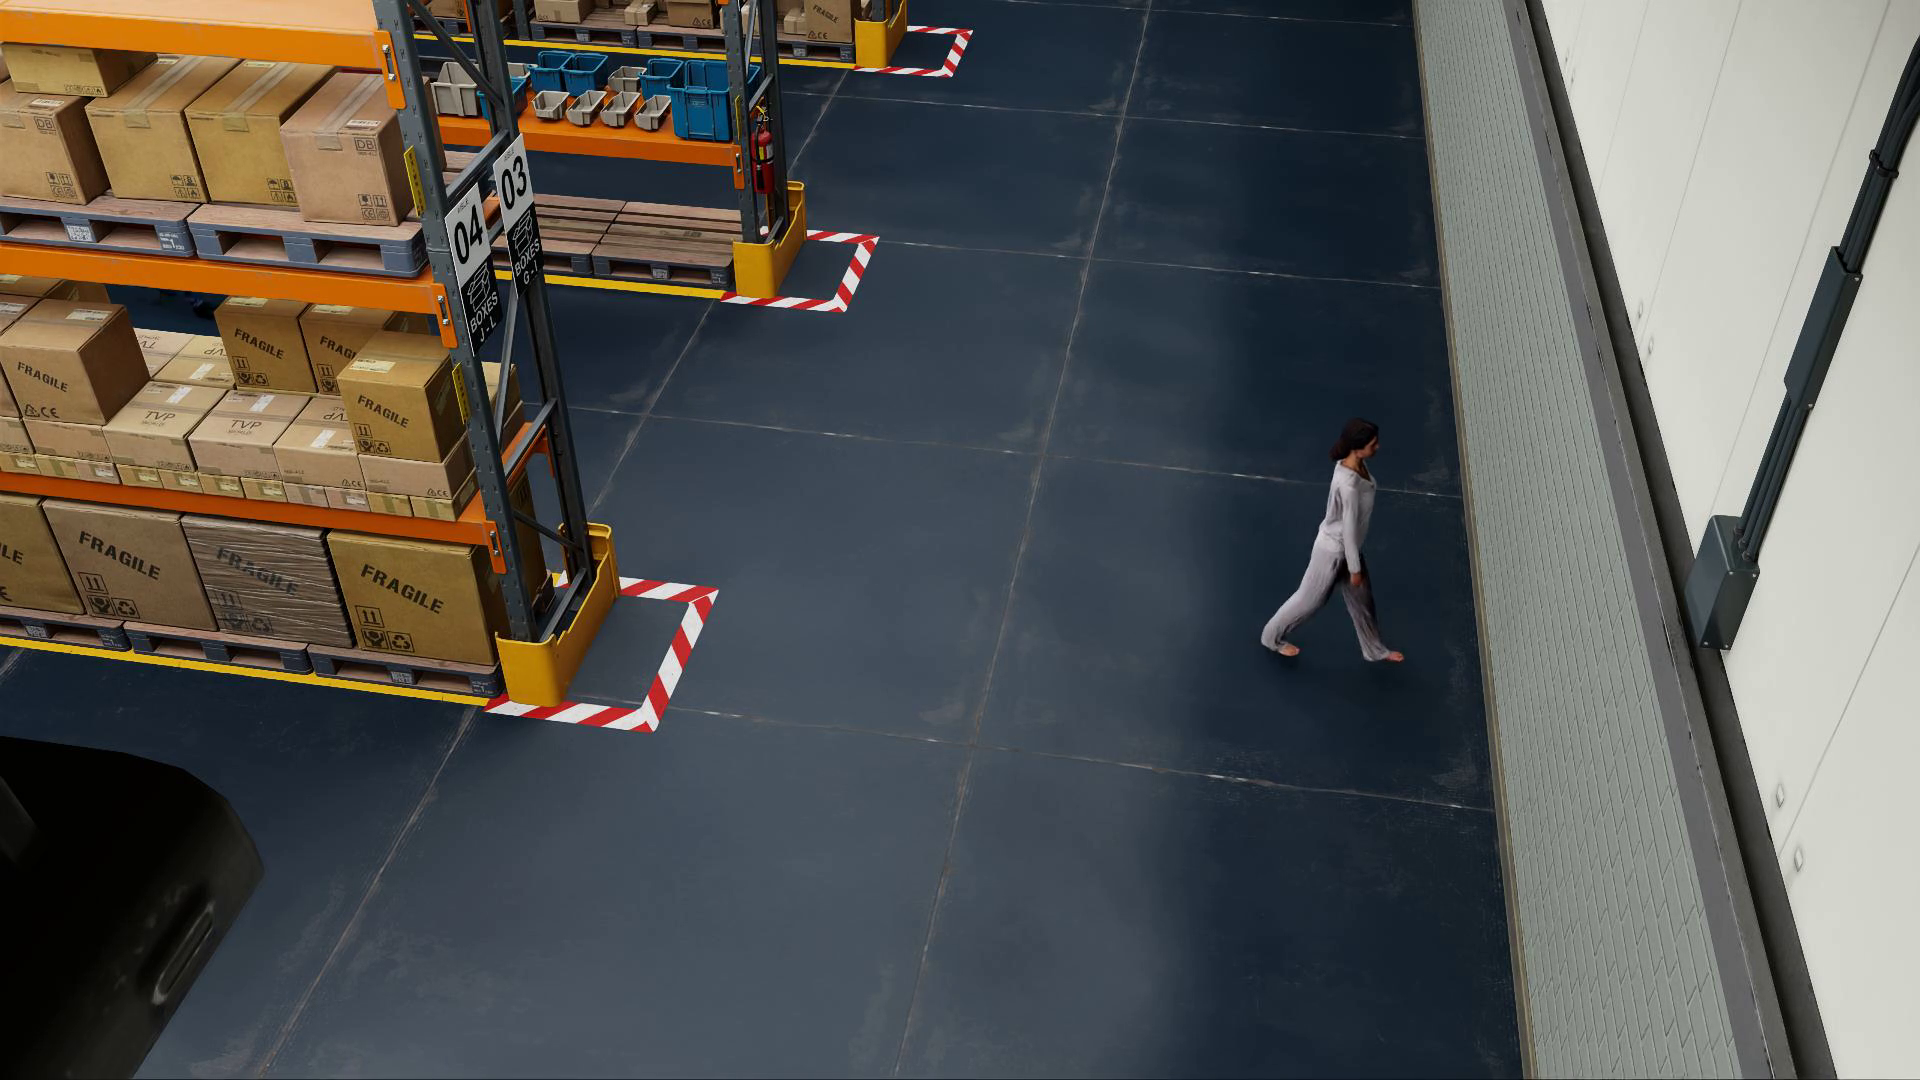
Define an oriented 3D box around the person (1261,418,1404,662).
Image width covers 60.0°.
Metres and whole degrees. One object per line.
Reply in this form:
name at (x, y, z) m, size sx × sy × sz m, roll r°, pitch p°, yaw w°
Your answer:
person at (2.144, 0.054, 9.810) m, size 1.125 × 1.719 × 0.740 m, roll 13°, pitch 40°, yaw 15°
